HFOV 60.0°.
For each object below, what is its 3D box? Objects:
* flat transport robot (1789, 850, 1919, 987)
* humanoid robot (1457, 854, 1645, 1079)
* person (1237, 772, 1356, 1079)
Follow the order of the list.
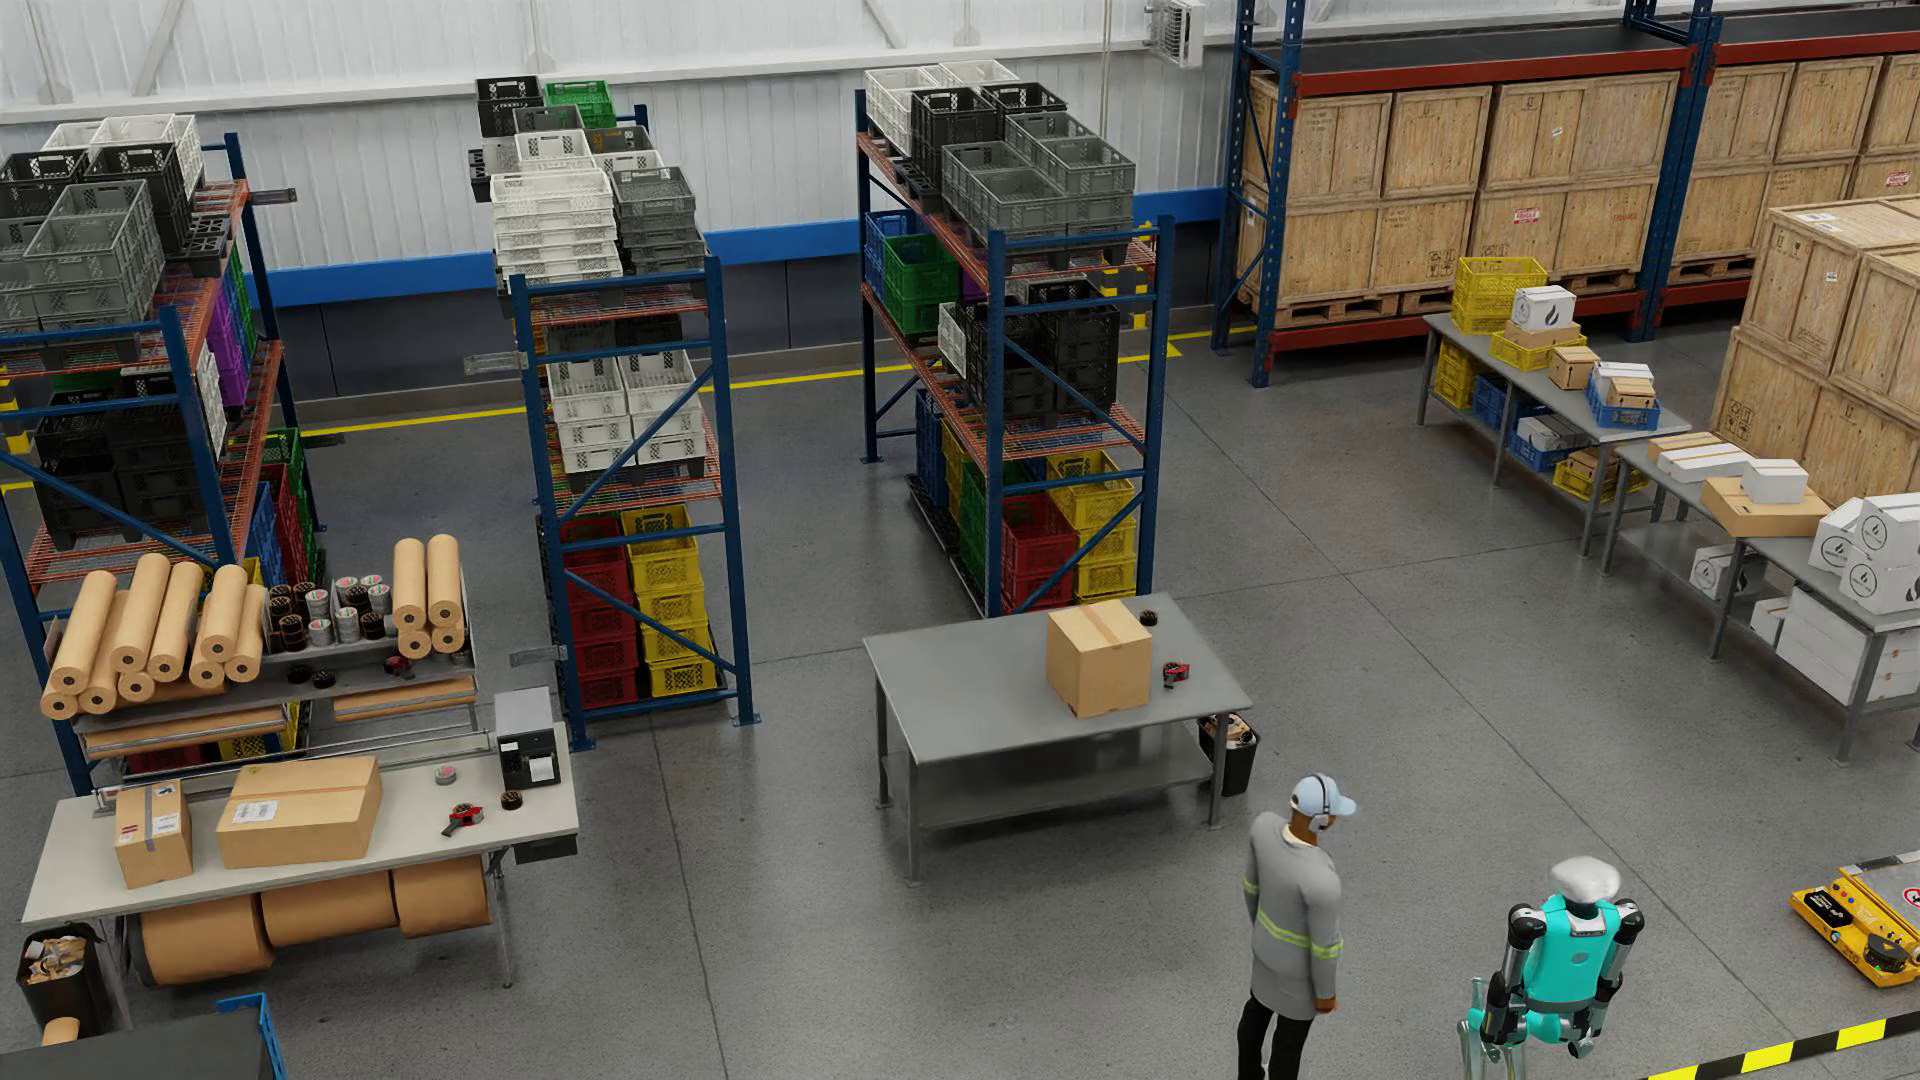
[{"bbox_3d":[5.163,1.916,8.676,1.431,0.231,0.659,-8,30,-14],"label":"flat transport robot"},{"bbox_3d":[2.401,1.895,7.046,0.533,1.681,0.735,-2,29,-4],"label":"humanoid robot"},{"bbox_3d":[1.467,1.792,7.262,0.398,1.848,0.587,-12,31,-21],"label":"person"}]
